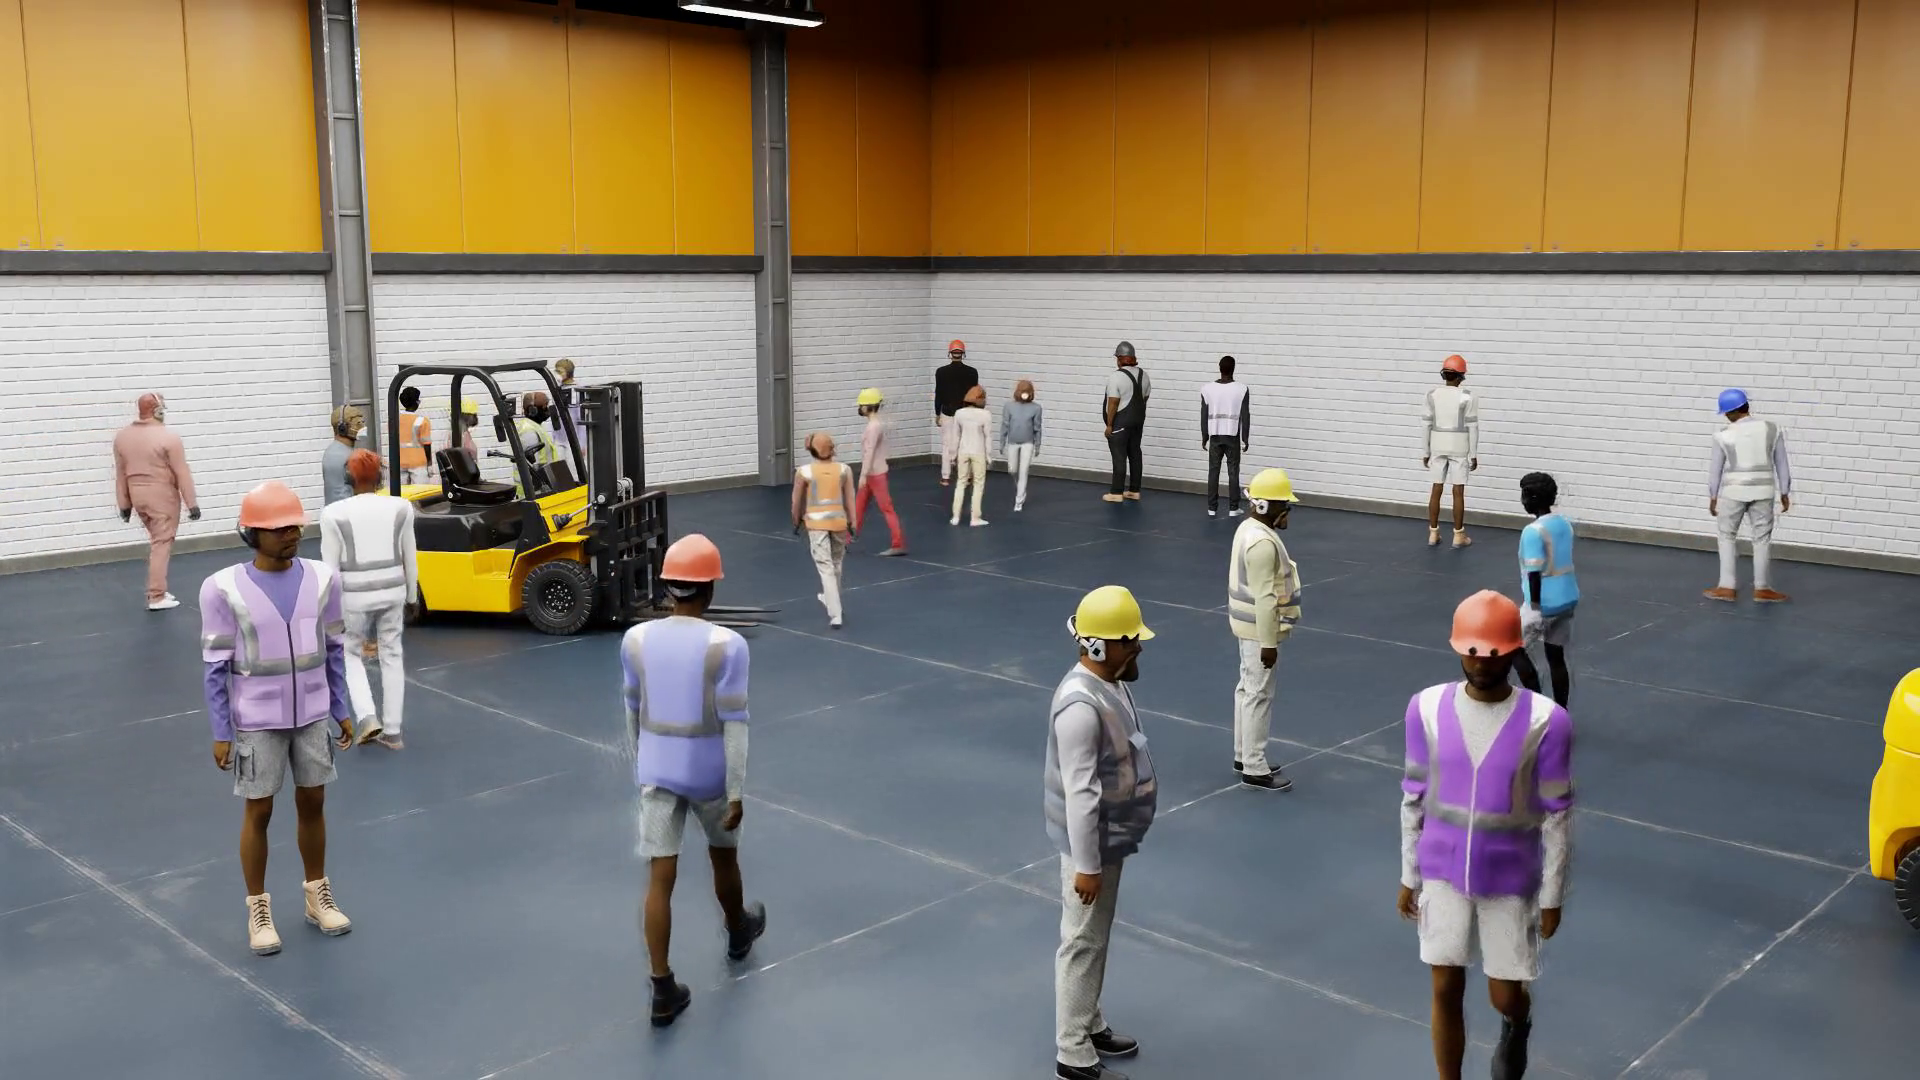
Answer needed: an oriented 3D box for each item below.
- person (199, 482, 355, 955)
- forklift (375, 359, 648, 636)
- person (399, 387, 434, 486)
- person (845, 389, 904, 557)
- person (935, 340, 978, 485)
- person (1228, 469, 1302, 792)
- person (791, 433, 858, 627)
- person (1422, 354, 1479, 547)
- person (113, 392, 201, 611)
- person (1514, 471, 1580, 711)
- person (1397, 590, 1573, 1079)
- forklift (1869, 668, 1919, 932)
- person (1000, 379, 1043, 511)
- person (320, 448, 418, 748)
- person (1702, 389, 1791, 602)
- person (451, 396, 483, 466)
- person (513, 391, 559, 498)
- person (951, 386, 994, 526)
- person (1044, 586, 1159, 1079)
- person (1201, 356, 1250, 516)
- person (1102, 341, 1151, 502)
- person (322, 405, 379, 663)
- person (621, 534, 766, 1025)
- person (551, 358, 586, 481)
[{"bbox_3d":[-2.940,0.761,7.237,0.615,2.042,0.375,-9,13,-42],"label":"person"},{"bbox_3d":[-3.850,-0.407,13.936,2.313,2.155,1.214,2,9,11],"label":"forklift"},{"bbox_3d":[-5.911,-0.806,17.938,0.531,1.691,0.321,3,10,18],"label":"person"},{"bbox_3d":[-0.979,-0.677,17.012,0.877,1.717,0.547,0,9,-2],"label":"person"},{"bbox_3d":[-0.044,-1.738,22.739,0.612,1.986,0.401,-1,9,-8],"label":"person"},{"bbox_3d":[1.734,0.503,9.472,0.404,1.828,0.603,0,9,2],"label":"person"},{"bbox_3d":[-1.135,-0.096,13.867,0.513,1.587,0.845,-5,10,-27],"label":"person"},{"bbox_3d":[5.222,-0.947,17.707,0.605,2.045,0.377,7,11,35],"label":"person"},{"bbox_3d":[-6.917,-0.339,14.452,0.661,1.884,0.589,3,10,19],"label":"person"},{"bbox_3d":[3.714,0.406,10.558,0.543,1.674,0.433,-8,12,-40],"label":"person"},{"bbox_3d":[1.763,1.091,5.596,0.548,1.918,0.661,5,11,30],"label":"person"},{"bbox_3d":[5.205,0.723,7.013,2.313,2.155,1.214,9,13,43],"label":"forklift"},{"bbox_3d":[0.761,-1.185,20.470,0.522,1.609,0.647,2,9,10],"label":"person"},{"bbox_3d":[-3.607,0.368,10.200,0.582,1.872,0.405,-6,11,-32],"label":"person"},{"bbox_3d":[7.030,-0.385,14.748,0.746,1.900,0.397,2,10,13],"label":"person"},{"bbox_3d":[-4.803,-0.499,15.867,0.655,1.743,0.533,-2,9,-10],"label":"person"},{"bbox_3d":[-3.863,-0.442,15.233,0.429,1.841,0.633,-2,9,-12],"label":"person"},{"bbox_3d":[0.116,-0.963,19.161,0.609,1.610,0.315,5,11,28],"label":"person"},{"bbox_3d":[0.511,1.064,6.027,0.403,1.830,0.599,2,9,13],"label":"person"},{"bbox_3d":[3.170,-1.240,19.887,0.592,1.919,0.389,3,10,18],"label":"person"},{"bbox_3d":[2.064,-1.513,21.187,0.682,2.000,0.533,-8,12,-41],"label":"person"},{"bbox_3d":[-4.590,-0.051,12.542,0.373,1.940,0.628,-2,9,-12],"label":"person"},{"bbox_3d":[-1.074,0.913,6.754,0.562,1.885,0.973,2,9,12],"label":"person"},{"bbox_3d":[-4.482,-1.123,19.110,0.635,1.937,0.352,9,13,43],"label":"person"}]
